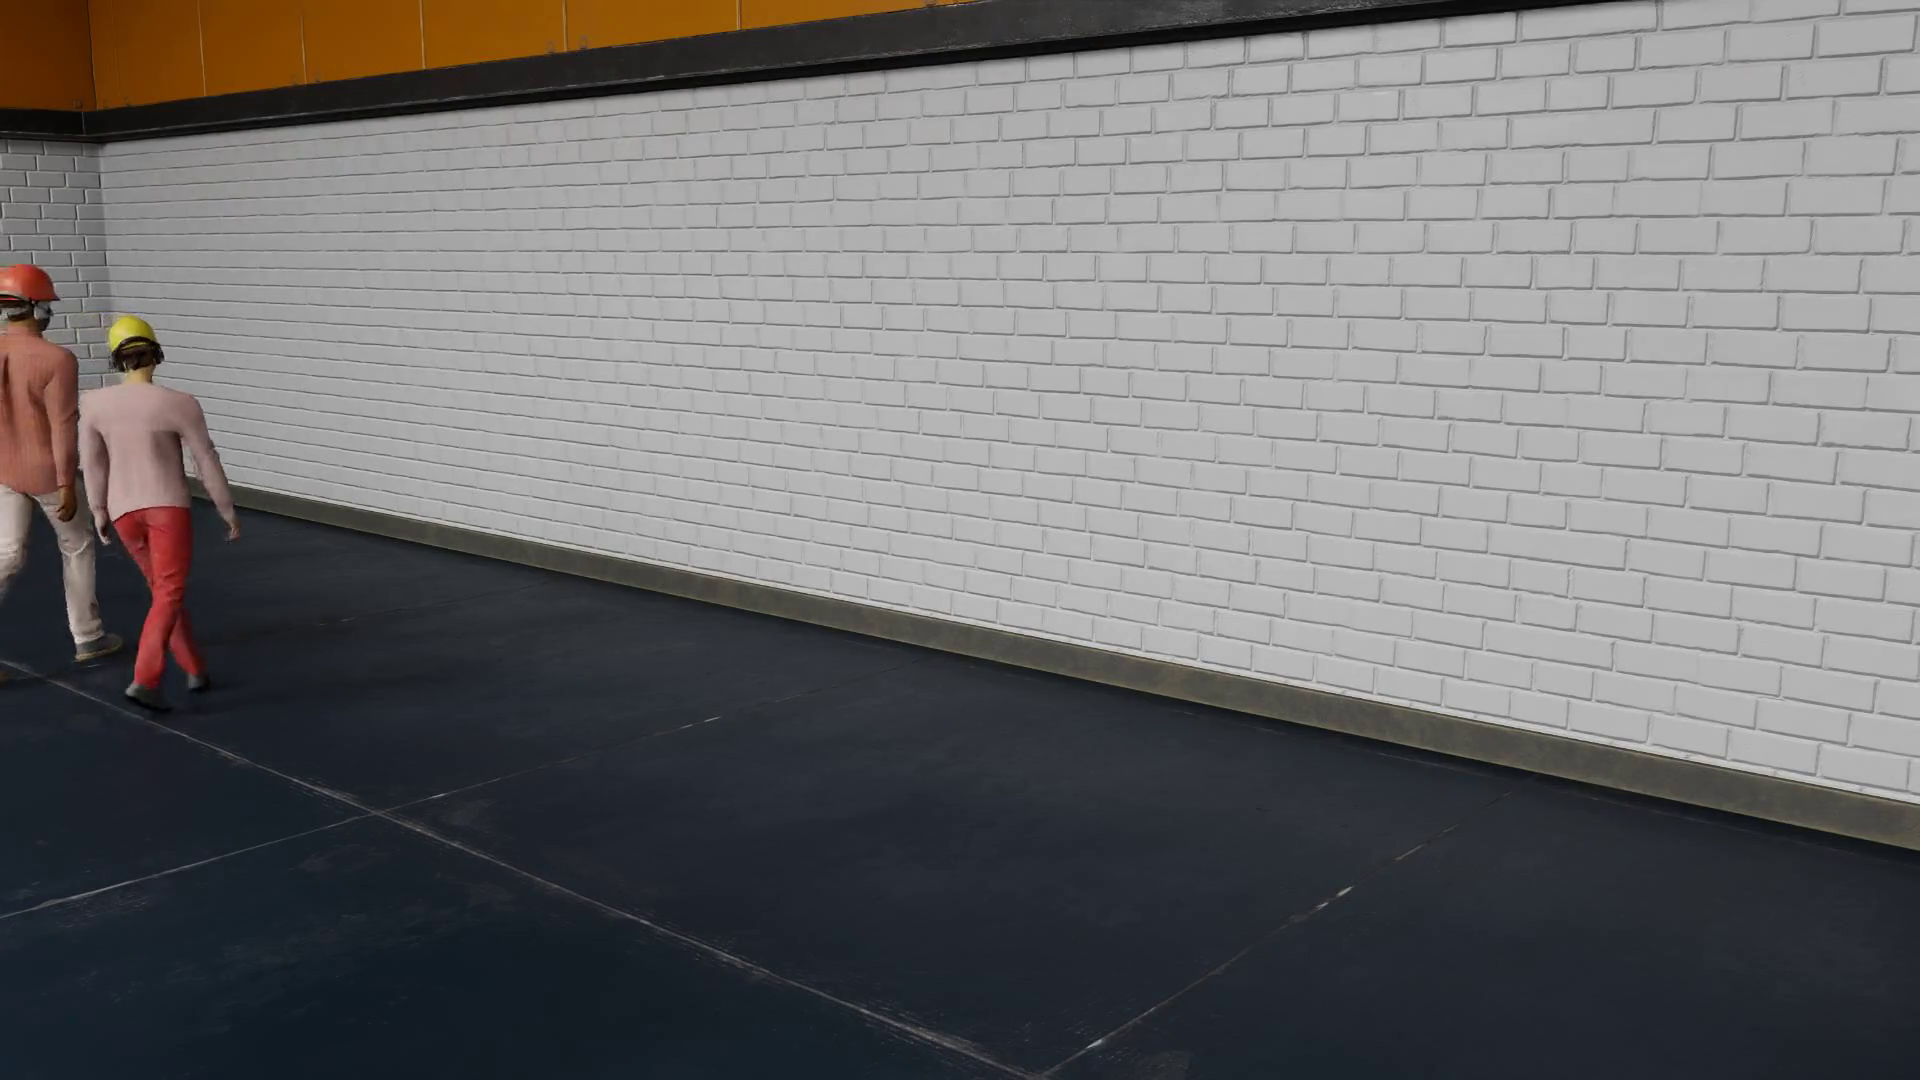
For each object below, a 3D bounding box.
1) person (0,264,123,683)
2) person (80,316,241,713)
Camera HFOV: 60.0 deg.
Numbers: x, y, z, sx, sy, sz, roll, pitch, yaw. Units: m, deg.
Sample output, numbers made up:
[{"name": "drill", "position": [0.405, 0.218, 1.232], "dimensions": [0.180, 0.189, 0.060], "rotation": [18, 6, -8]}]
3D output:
[{"name": "person", "position": [-4.436, -0.314, 7.844], "dimensions": [0.613, 1.960, 0.964], "rotation": [2, 10, 10]}, {"name": "person", "position": [-3.555, -0.107, 7.310], "dimensions": [0.629, 1.722, 0.726], "rotation": [-1, 10, -4]}]
